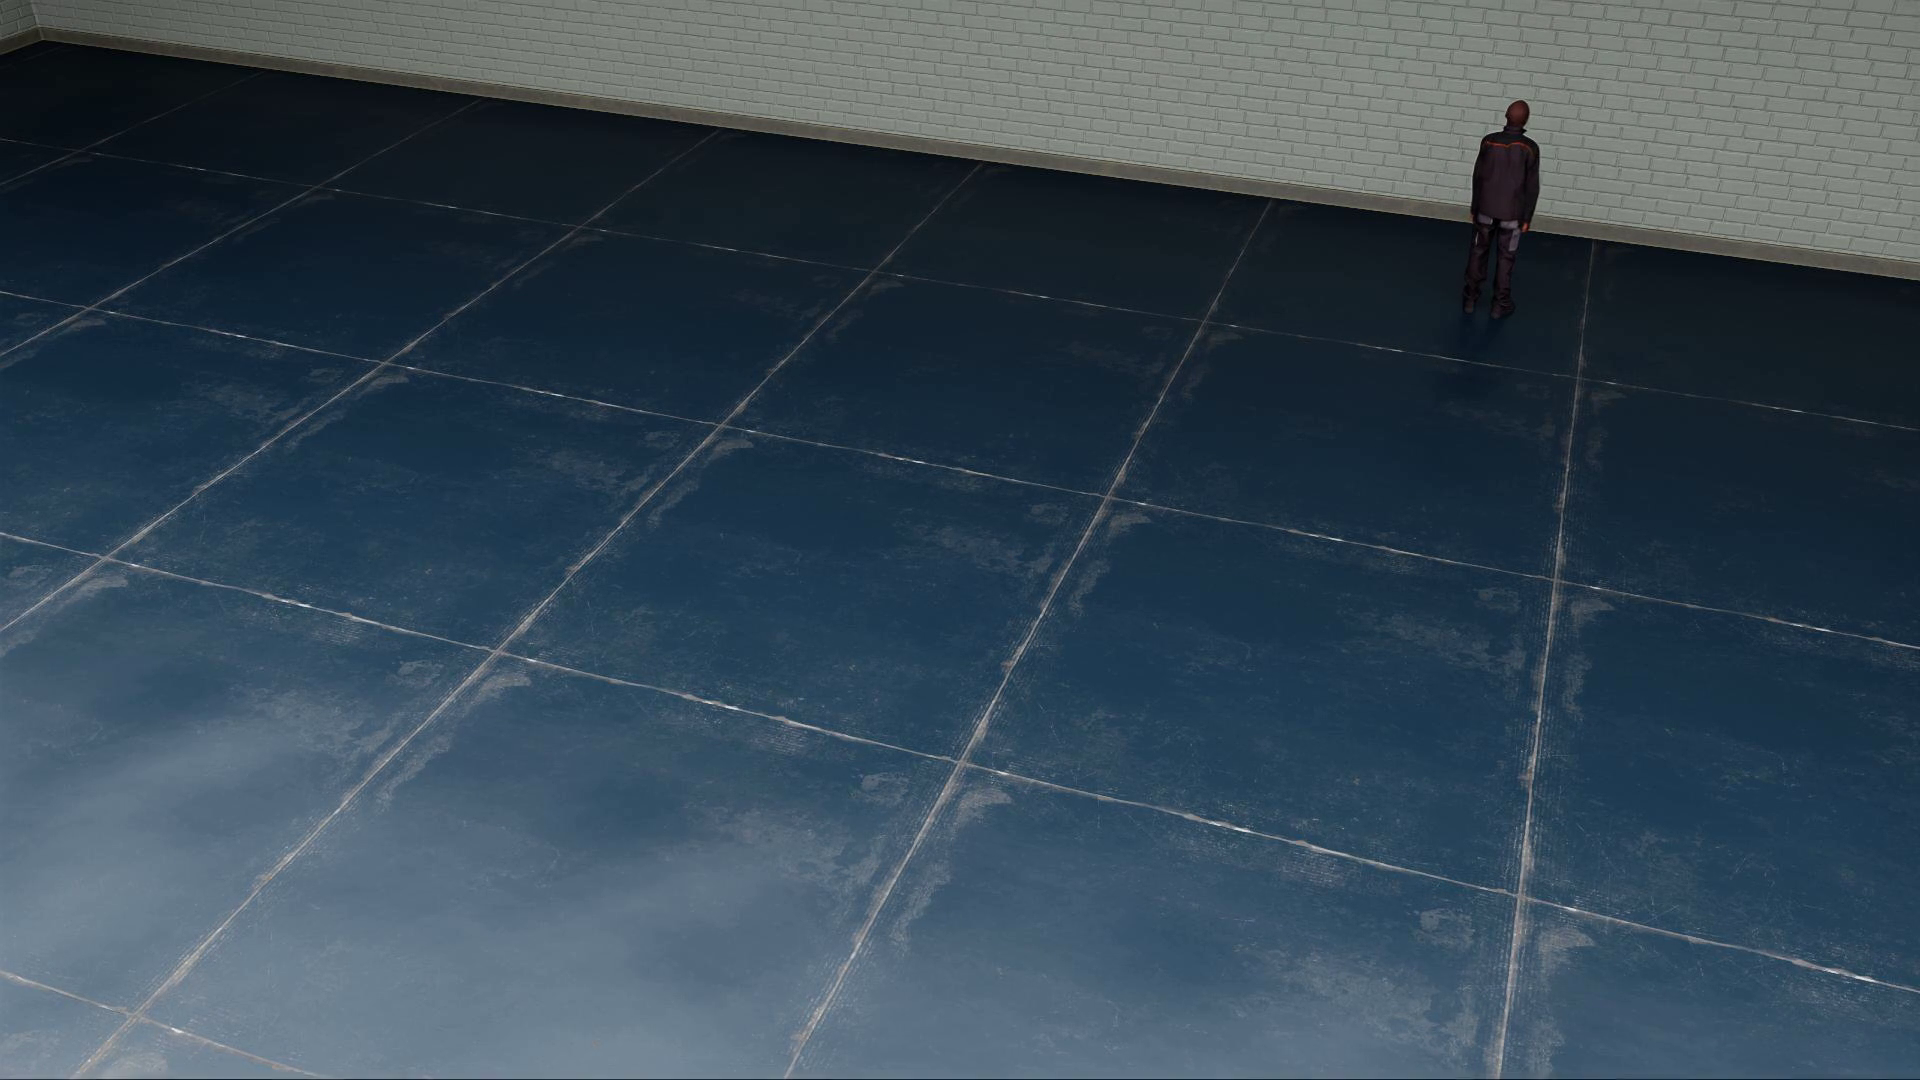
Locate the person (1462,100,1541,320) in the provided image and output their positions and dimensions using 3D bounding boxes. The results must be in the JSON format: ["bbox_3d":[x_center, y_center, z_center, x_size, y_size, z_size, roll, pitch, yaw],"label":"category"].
[{"bbox_3d":[4.431,-2.711,13.628,0.739,1.825,0.671,18,37,26],"label":"person"}]
